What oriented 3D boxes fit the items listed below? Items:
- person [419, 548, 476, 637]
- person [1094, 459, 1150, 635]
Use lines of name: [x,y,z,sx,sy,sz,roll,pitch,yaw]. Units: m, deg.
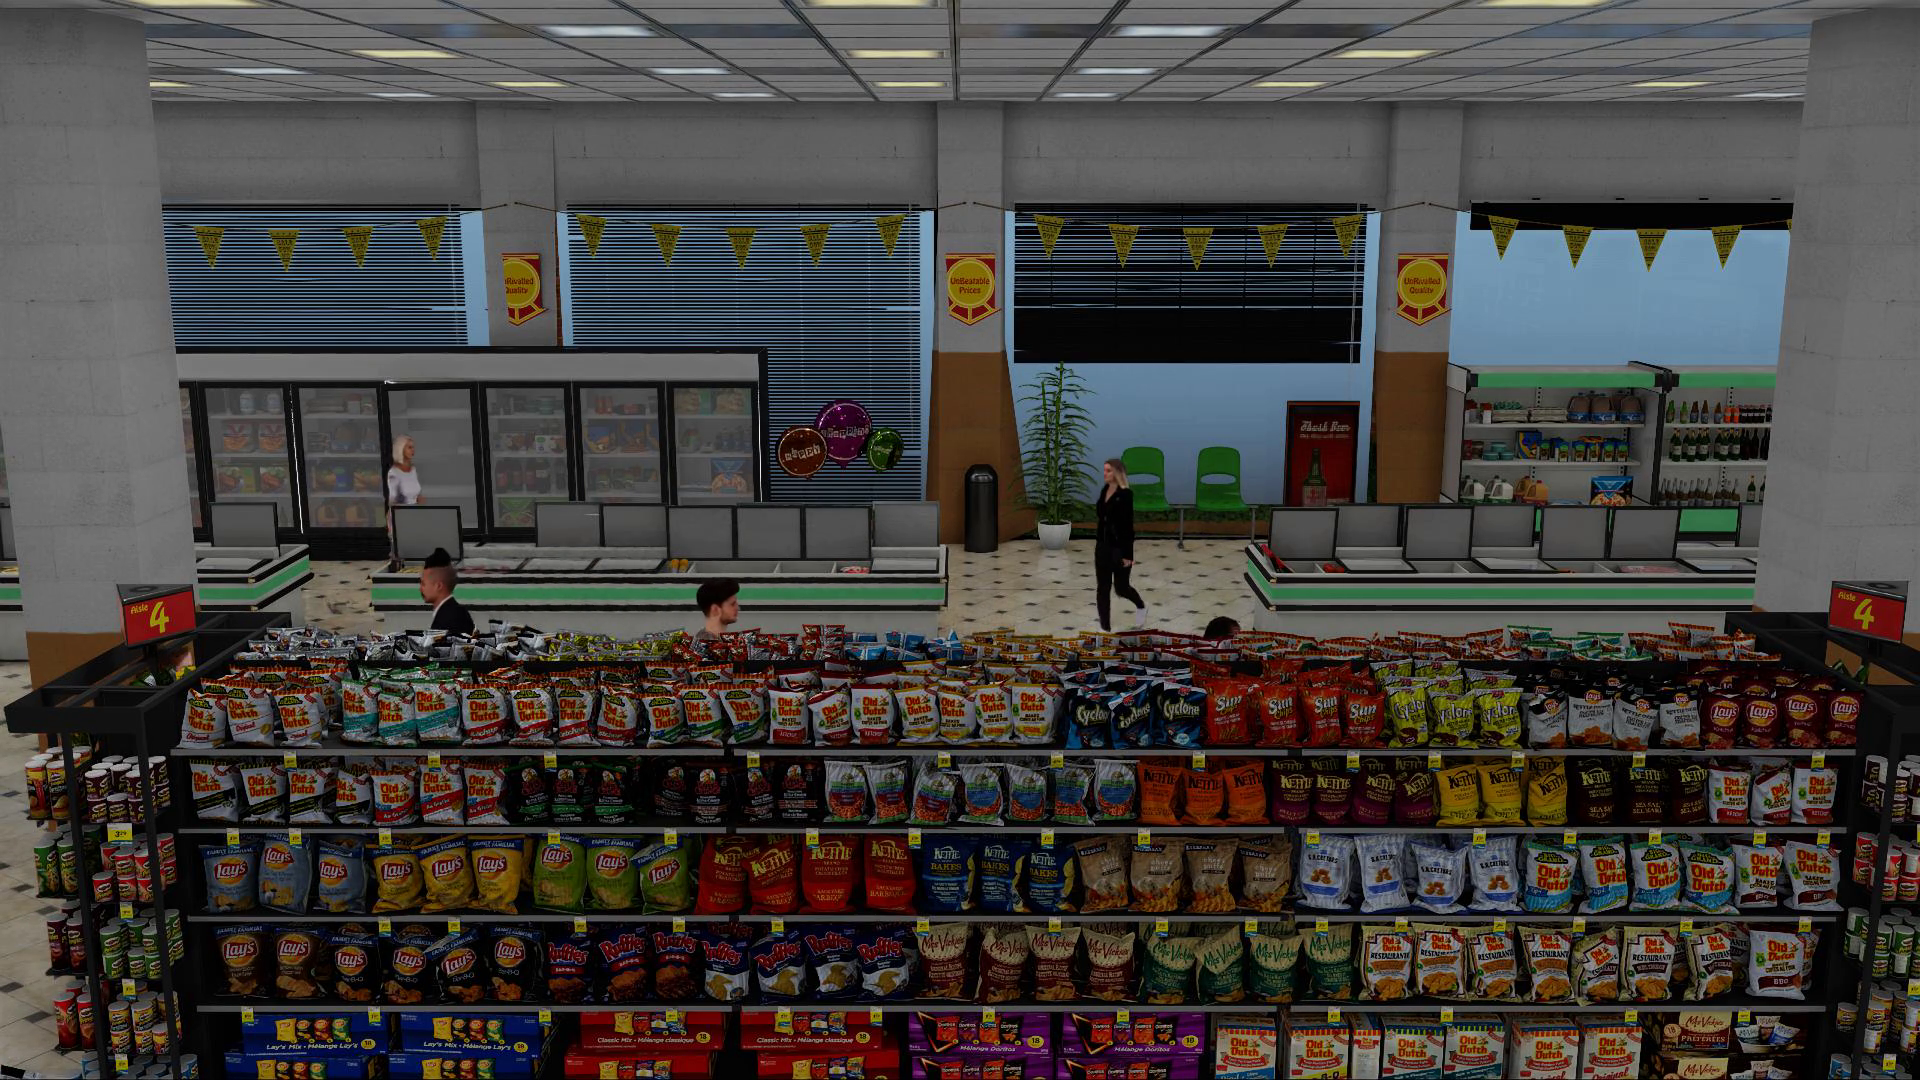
person: [-2.928,1.012,10.093,0.728,1.930,0.782,-3,12,-13]
person: [1.469,0.101,15.060,1.018,1.666,0.937,-10,15,-39]
